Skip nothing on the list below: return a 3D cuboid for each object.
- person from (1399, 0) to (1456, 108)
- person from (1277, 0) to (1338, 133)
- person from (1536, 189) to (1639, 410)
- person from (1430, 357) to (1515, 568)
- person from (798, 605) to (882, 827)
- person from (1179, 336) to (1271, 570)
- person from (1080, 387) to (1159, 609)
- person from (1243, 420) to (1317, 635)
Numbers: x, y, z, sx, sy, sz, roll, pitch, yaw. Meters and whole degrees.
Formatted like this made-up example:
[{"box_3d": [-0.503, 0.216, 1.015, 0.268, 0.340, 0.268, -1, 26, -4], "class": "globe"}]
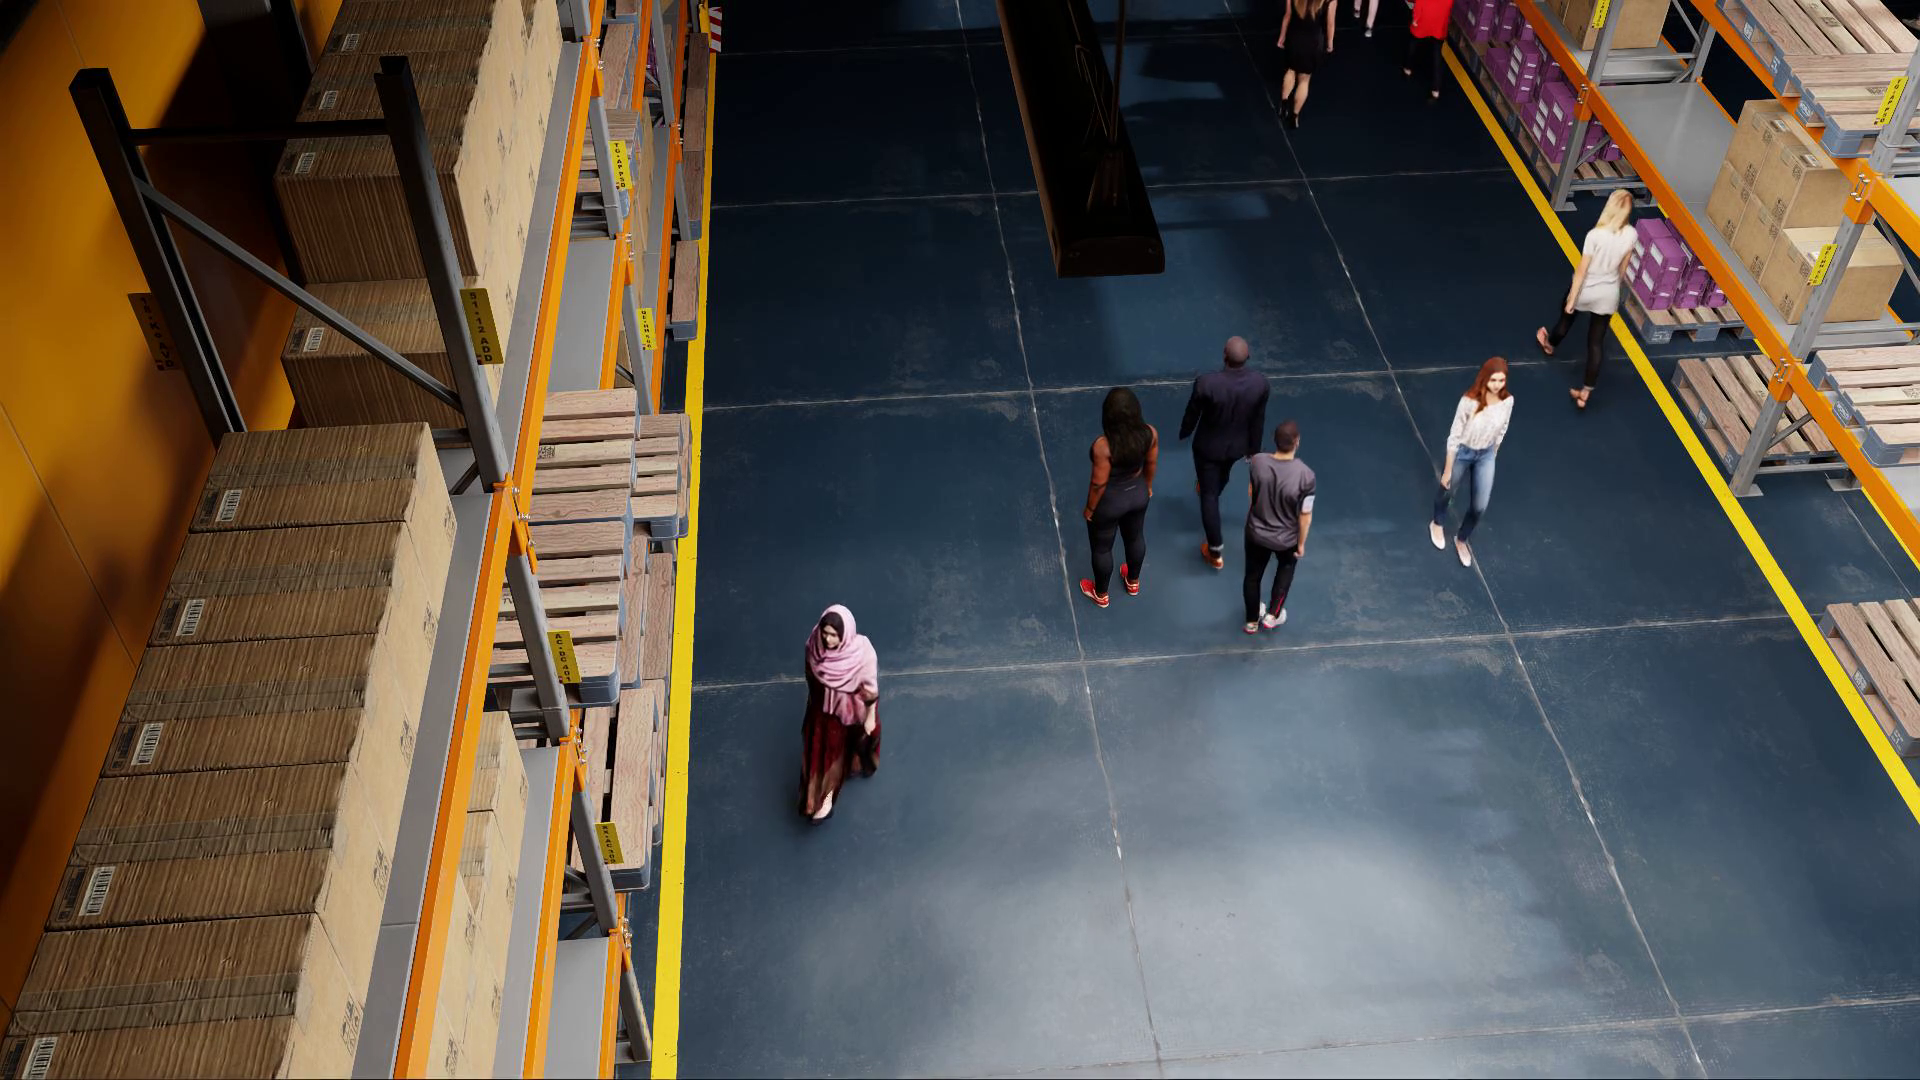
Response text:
[{"box_3d": [4.714, -5.123, 16.452, 0.677, 1.707, 1.079, -8, 44, -8], "class": "person"}, {"box_3d": [3.298, -4.728, 16.042, 0.798, 1.701, 0.825, 19, 47, 19], "class": "person"}, {"box_3d": [4.976, -1.842, 12.955, 0.628, 1.779, 1.164, -4, 44, -4], "class": "person"}, {"box_3d": [3.571, -0.639, 11.742, 0.617, 1.711, 0.715, 1, 44, 1], "class": "person"}, {"box_3d": [-0.687, 0.933, 10.151, 0.893, 1.628, 1.132, 11, 45, 11], "class": "person"}, {"box_3d": [1.833, -0.587, 11.640, 0.791, 1.776, 1.177, -9, 44, -9], "class": "person"}, {"box_3d": [1.075, -0.289, 11.300, 0.763, 1.813, 0.746, -19, 47, -19], "class": "person"}, {"box_3d": [2.034, -0.007, 11.048, 0.737, 1.753, 0.764, 20, 47, 19], "class": "person"}]
